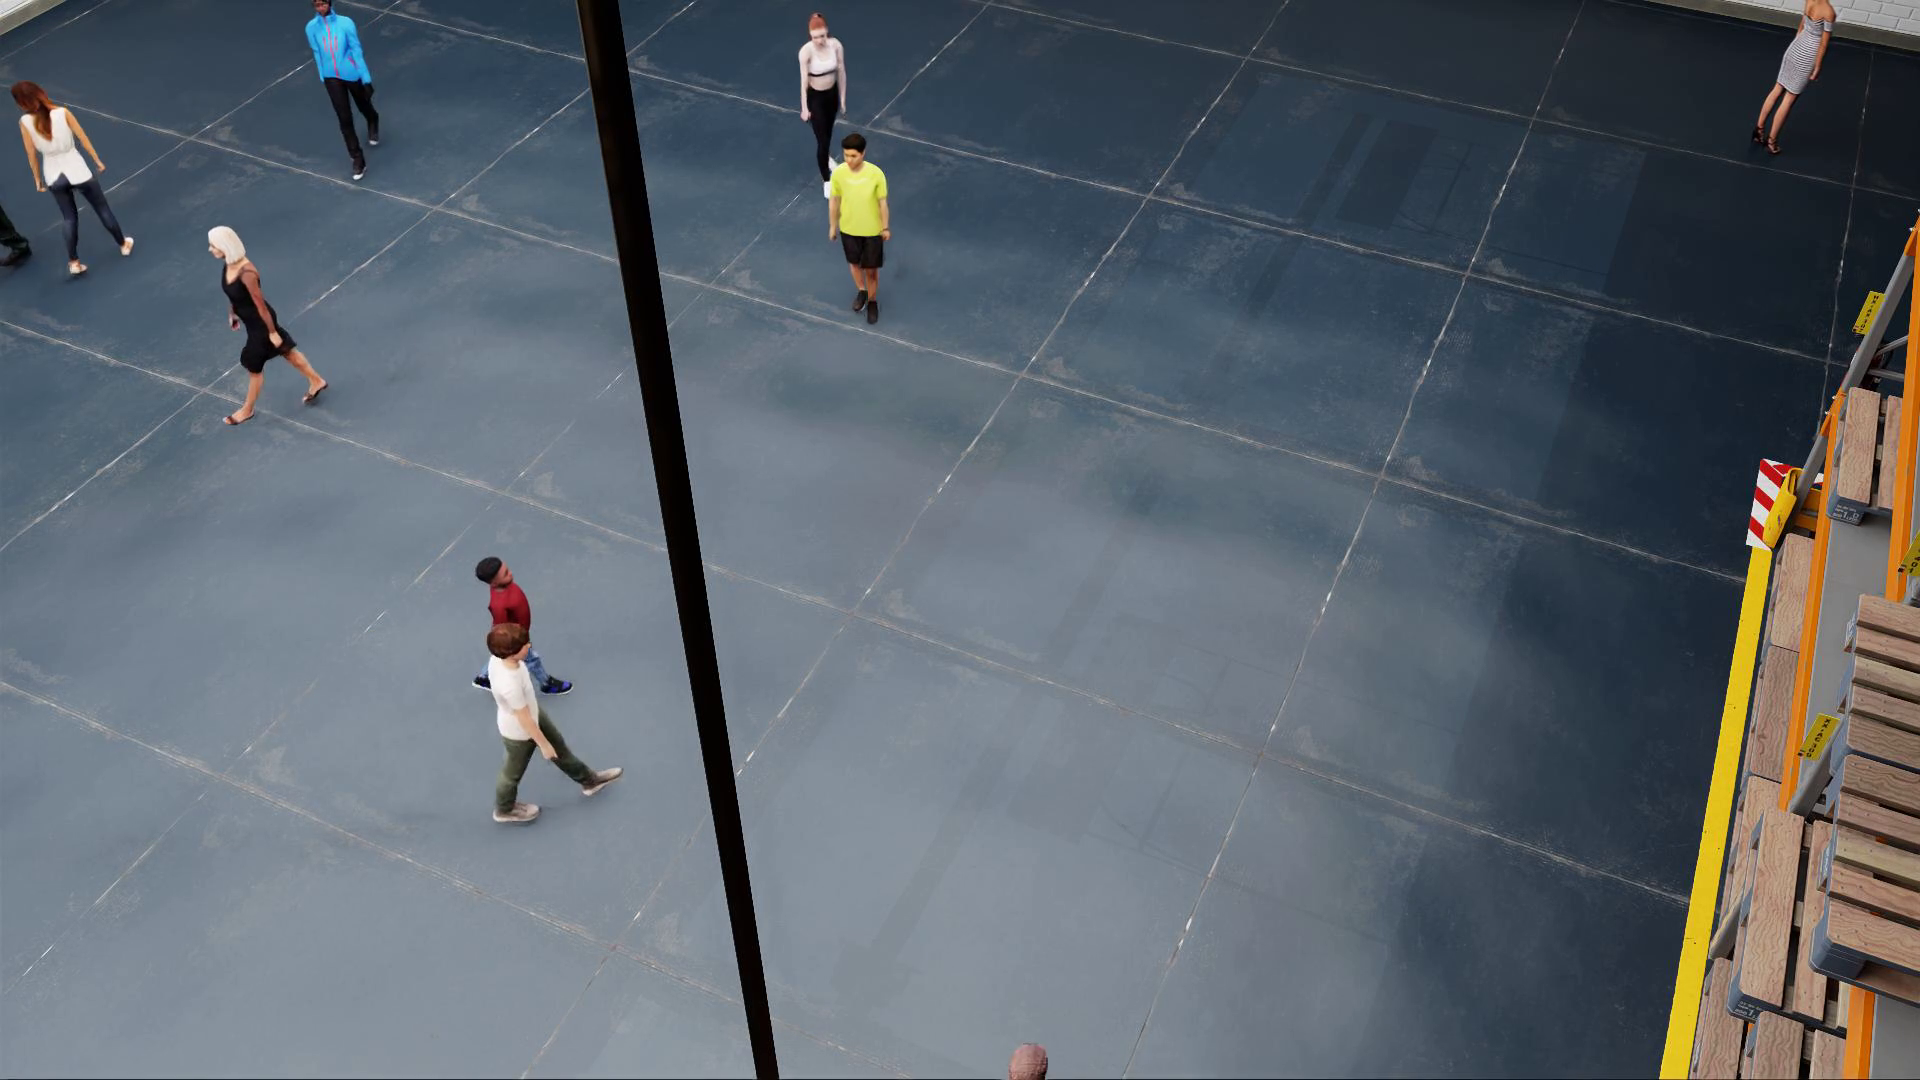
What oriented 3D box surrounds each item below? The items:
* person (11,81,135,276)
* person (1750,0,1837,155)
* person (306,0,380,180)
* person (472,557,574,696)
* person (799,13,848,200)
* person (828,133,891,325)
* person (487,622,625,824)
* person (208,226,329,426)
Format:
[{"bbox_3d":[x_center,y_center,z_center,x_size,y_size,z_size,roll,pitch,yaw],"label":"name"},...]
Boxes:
[{"bbox_3d":[-7.661,-3.070,14.198,0.933,1.762,0.995,-7,44,-7],"label":"person"},{"bbox_3d":[7.891,-4.497,15.656,0.737,1.818,0.644,-7,44,-8],"label":"person"},{"bbox_3d":[-5.727,-4.355,15.543,1.035,1.768,1.211,-7,44,-7],"label":"person"},{"bbox_3d":[-2.966,0.585,10.742,0.868,1.238,0.869,-9,44,-9],"label":"person"},{"bbox_3d":[-1.290,-4.061,15.271,0.973,1.718,0.947,-33,52,-30],"label":"person"},{"bbox_3d":[-0.807,-2.657,13.816,0.726,1.692,0.759,8,44,8],"label":"person"},{"bbox_3d":[-2.697,1.131,9.894,1.073,1.618,1.067,-11,45,-11],"label":"person"},{"bbox_3d":[-5.298,-1.676,12.787,1.169,1.691,0.978,-25,49,-24],"label":"person"}]
